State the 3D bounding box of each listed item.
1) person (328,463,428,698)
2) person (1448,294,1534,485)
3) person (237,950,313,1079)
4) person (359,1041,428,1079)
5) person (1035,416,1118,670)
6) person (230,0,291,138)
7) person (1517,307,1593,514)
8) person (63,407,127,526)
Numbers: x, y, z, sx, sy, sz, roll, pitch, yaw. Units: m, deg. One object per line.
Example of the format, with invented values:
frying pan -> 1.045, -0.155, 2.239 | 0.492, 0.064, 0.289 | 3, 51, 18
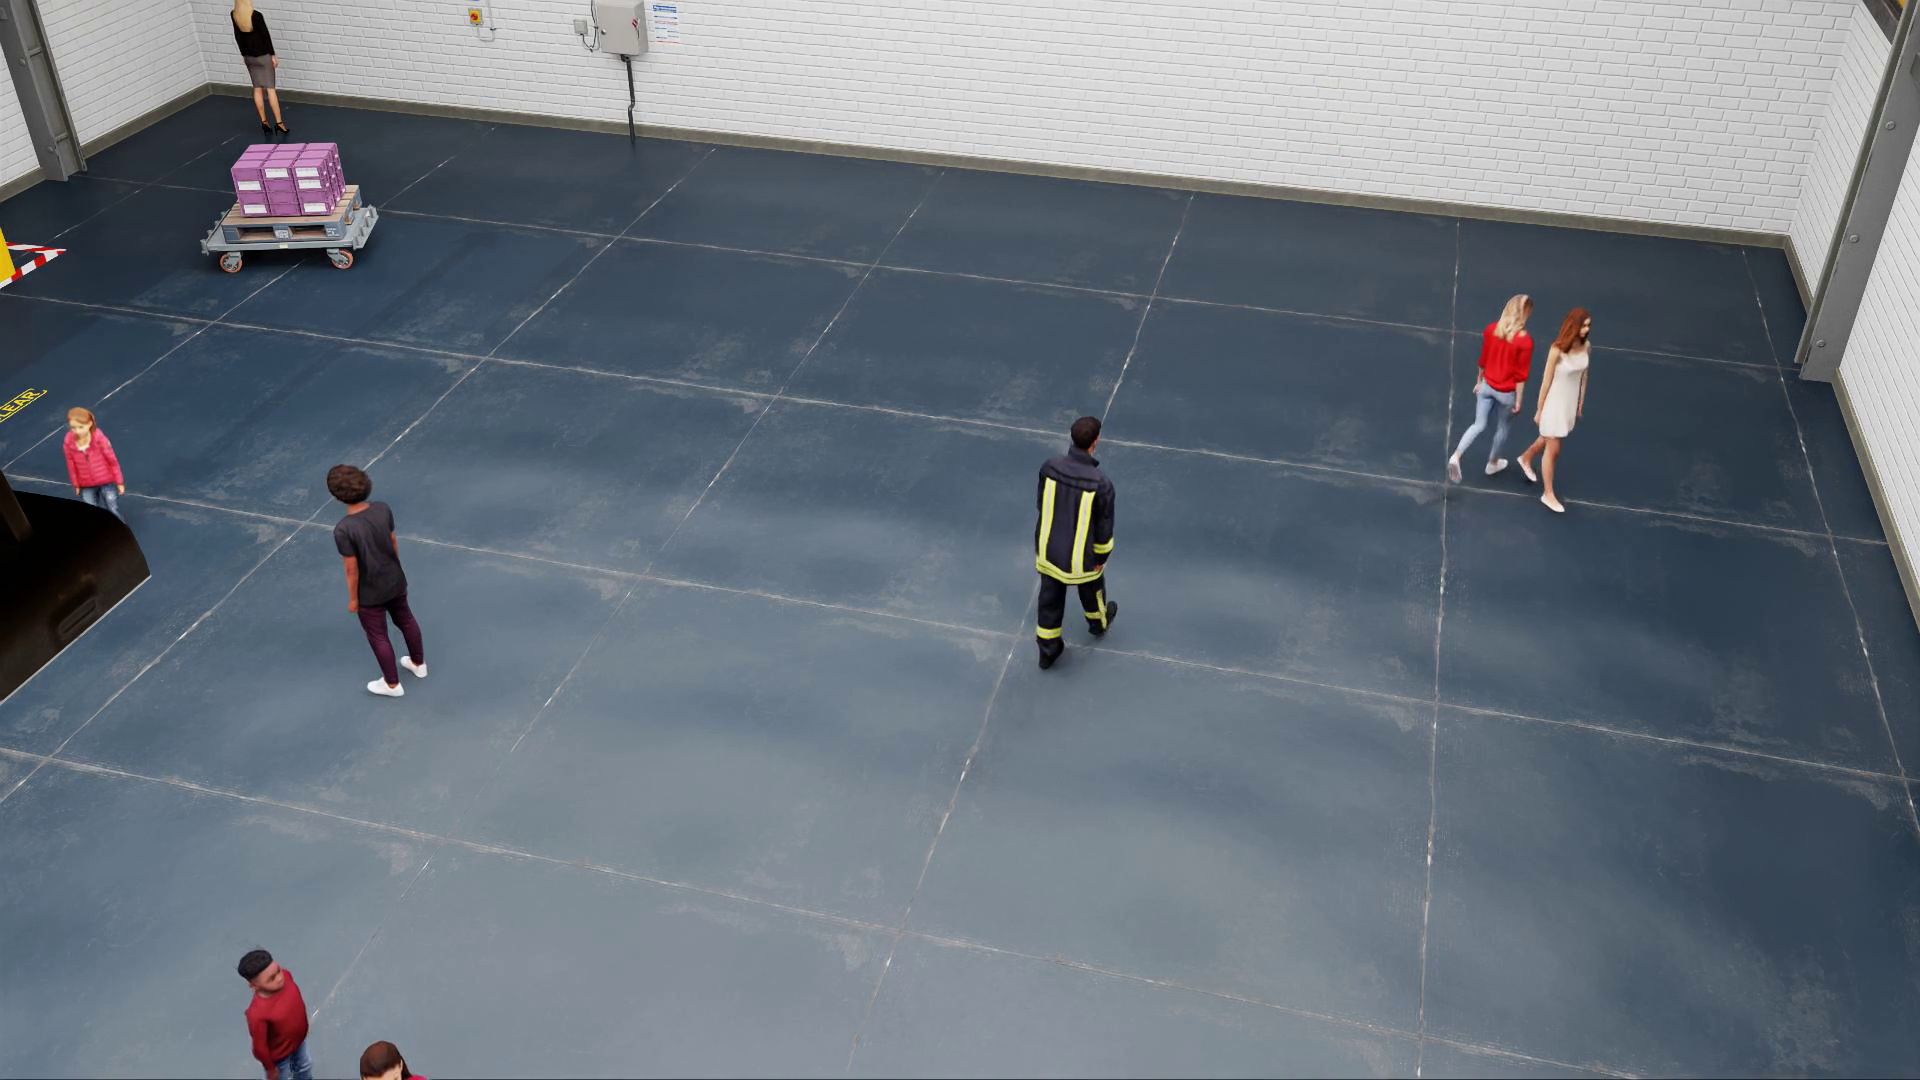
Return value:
person -> -3.969, 0.269, 11.302 | 0.736, 1.780, 0.568 | 16, 37, 23
person -> 4.346, -1.189, 13.590 | 1.113, 1.675, 0.969 | -25, 41, -32
person -> -3.446, 2.520, 8.398 | 0.573, 1.245, 0.450 | 5, 34, 8
person -> -2.592, 2.818, 7.713 | 1.042, 1.508, 1.091 | -18, 38, -25
person -> 0.722, 0.069, 11.504 | 0.942, 1.889, 1.138 | 15, 37, 22
person -> -8.664, -5.908, 20.538 | 0.619, 1.843, 0.568 | 5, 34, 7
person -> 4.820, -1.131, 13.490 | 0.911, 1.690, 1.048 | -13, 36, -18
person -> -6.643, -0.474, 12.846 | 0.627, 1.308, 0.667 | -7, 34, -10
